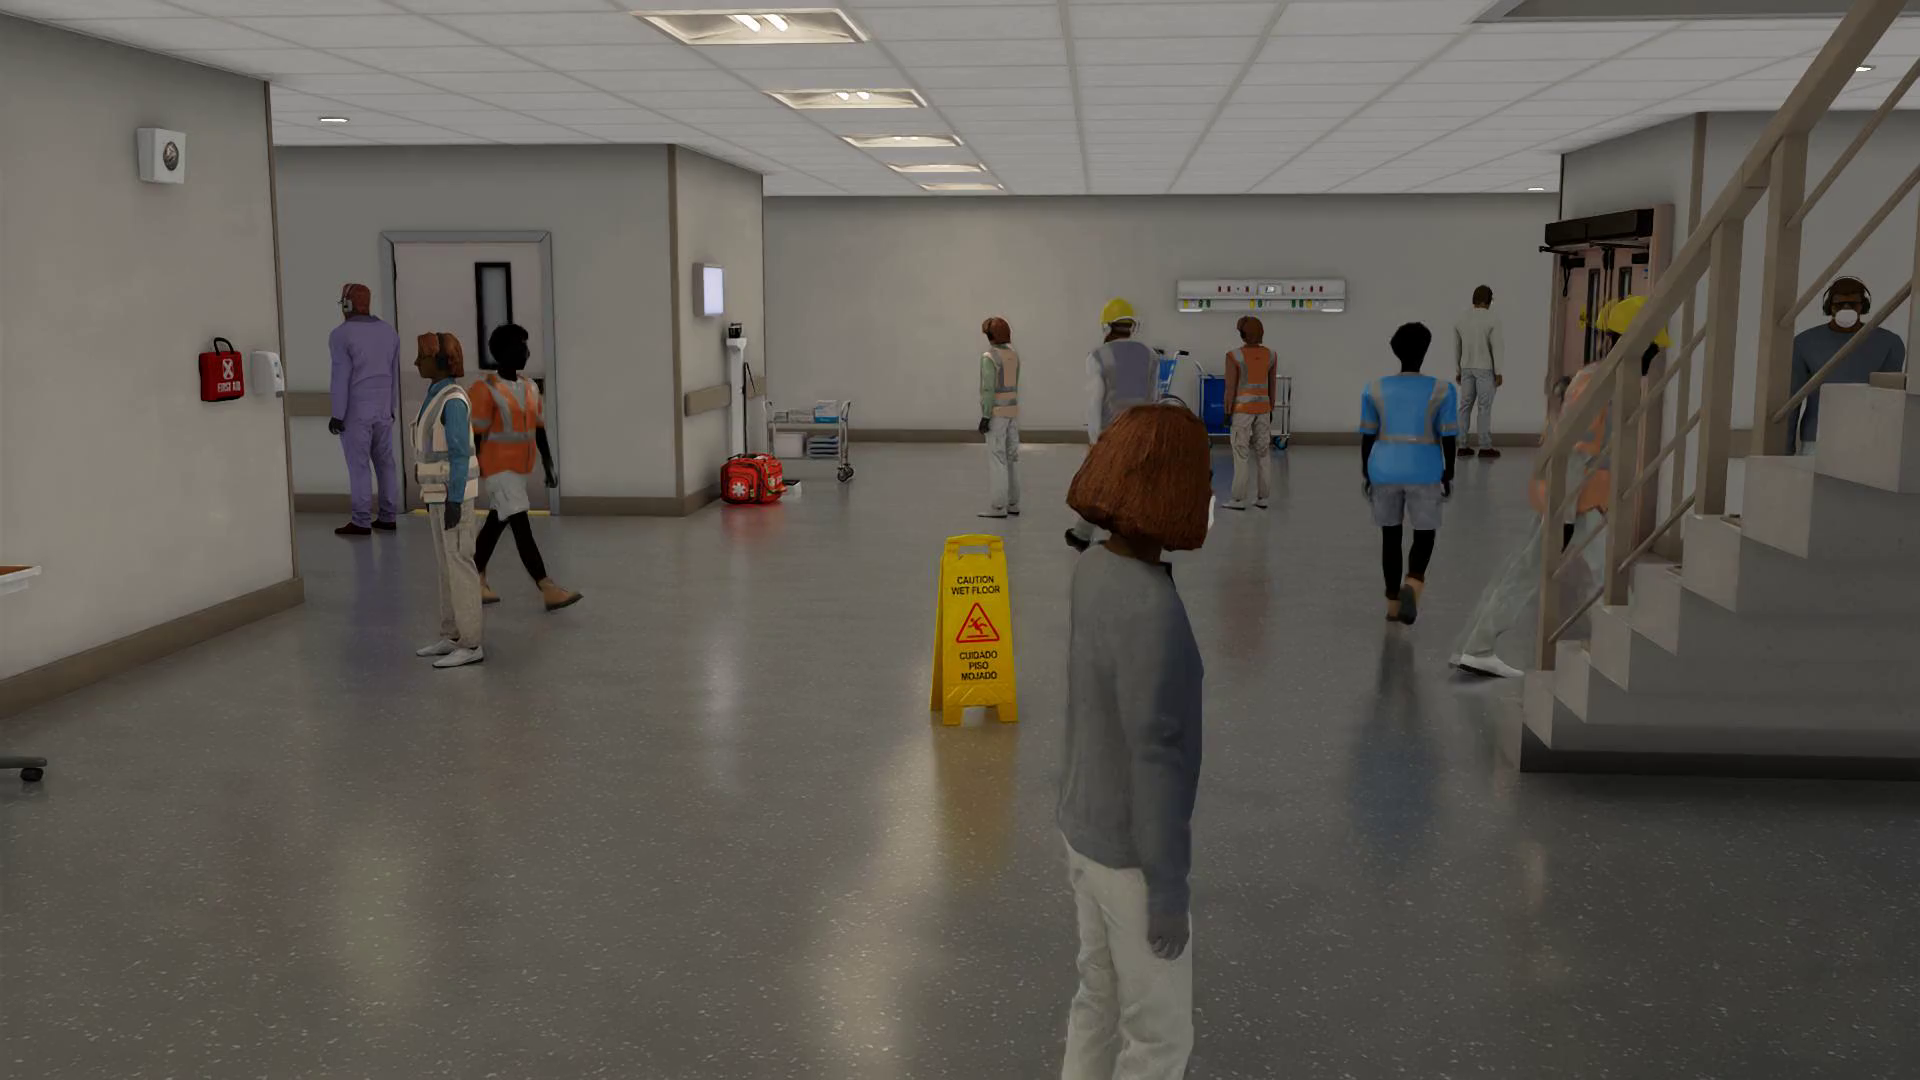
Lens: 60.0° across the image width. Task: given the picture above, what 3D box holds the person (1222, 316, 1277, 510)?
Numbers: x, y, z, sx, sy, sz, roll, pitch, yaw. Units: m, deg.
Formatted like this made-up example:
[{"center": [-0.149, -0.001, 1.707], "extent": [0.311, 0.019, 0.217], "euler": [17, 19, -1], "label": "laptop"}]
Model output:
[{"center": [2.455, -1.073, 14.101], "extent": [0.514, 1.645, 0.308], "euler": [-4, 9, -25], "label": "person"}]

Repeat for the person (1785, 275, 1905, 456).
[{"center": [5.027, -0.539, 9.532], "extent": [0.634, 1.928, 0.381], "euler": [3, 9, 19], "label": "person"}]

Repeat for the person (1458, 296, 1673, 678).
[{"center": [2.841, -0.188, 7.551], "extent": [1.153, 1.814, 0.599], "euler": [4, 9, 27], "label": "person"}]

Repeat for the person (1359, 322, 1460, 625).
[{"center": [2.425, -0.346, 9.053], "extent": [0.535, 1.677, 0.646], "euler": [4, 9, 23], "label": "person"}]

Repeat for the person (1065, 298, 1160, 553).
[{"center": [1.047, -0.756, 11.450], "extent": [0.606, 1.786, 0.912], "euler": [-4, 9, -25], "label": "person"}]

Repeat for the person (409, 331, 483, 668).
[{"center": [-2.519, -0.200, 8.172], "extent": [0.310, 1.642, 0.514], "euler": [-5, 10, -29], "label": "person"}]

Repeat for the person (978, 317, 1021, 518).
[{"center": [0.323, -0.998, 13.615], "extent": [0.313, 1.636, 0.517], "euler": [5, 10, 32], "label": "person"}]

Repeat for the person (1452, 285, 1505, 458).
[{"center": [5.822, -1.890, 18.678], "extent": [0.372, 1.934, 0.627], "euler": [-7, 11, -40], "label": "person"}]

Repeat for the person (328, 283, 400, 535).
[{"center": [-4.560, -0.994, 12.679], "extent": [0.411, 1.908, 0.643], "euler": [4, 9, 24], "label": "person"}]

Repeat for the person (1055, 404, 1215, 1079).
[{"center": [0.325, 0.564, 3.031], "extent": [0.285, 1.625, 0.511], "euler": [-1, 8, -9], "label": "person"}]

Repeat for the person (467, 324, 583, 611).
[{"center": [-2.581, -0.418, 9.621], "extent": [0.885, 1.643, 0.544], "euler": [3, 9, 21], "label": "person"}]
